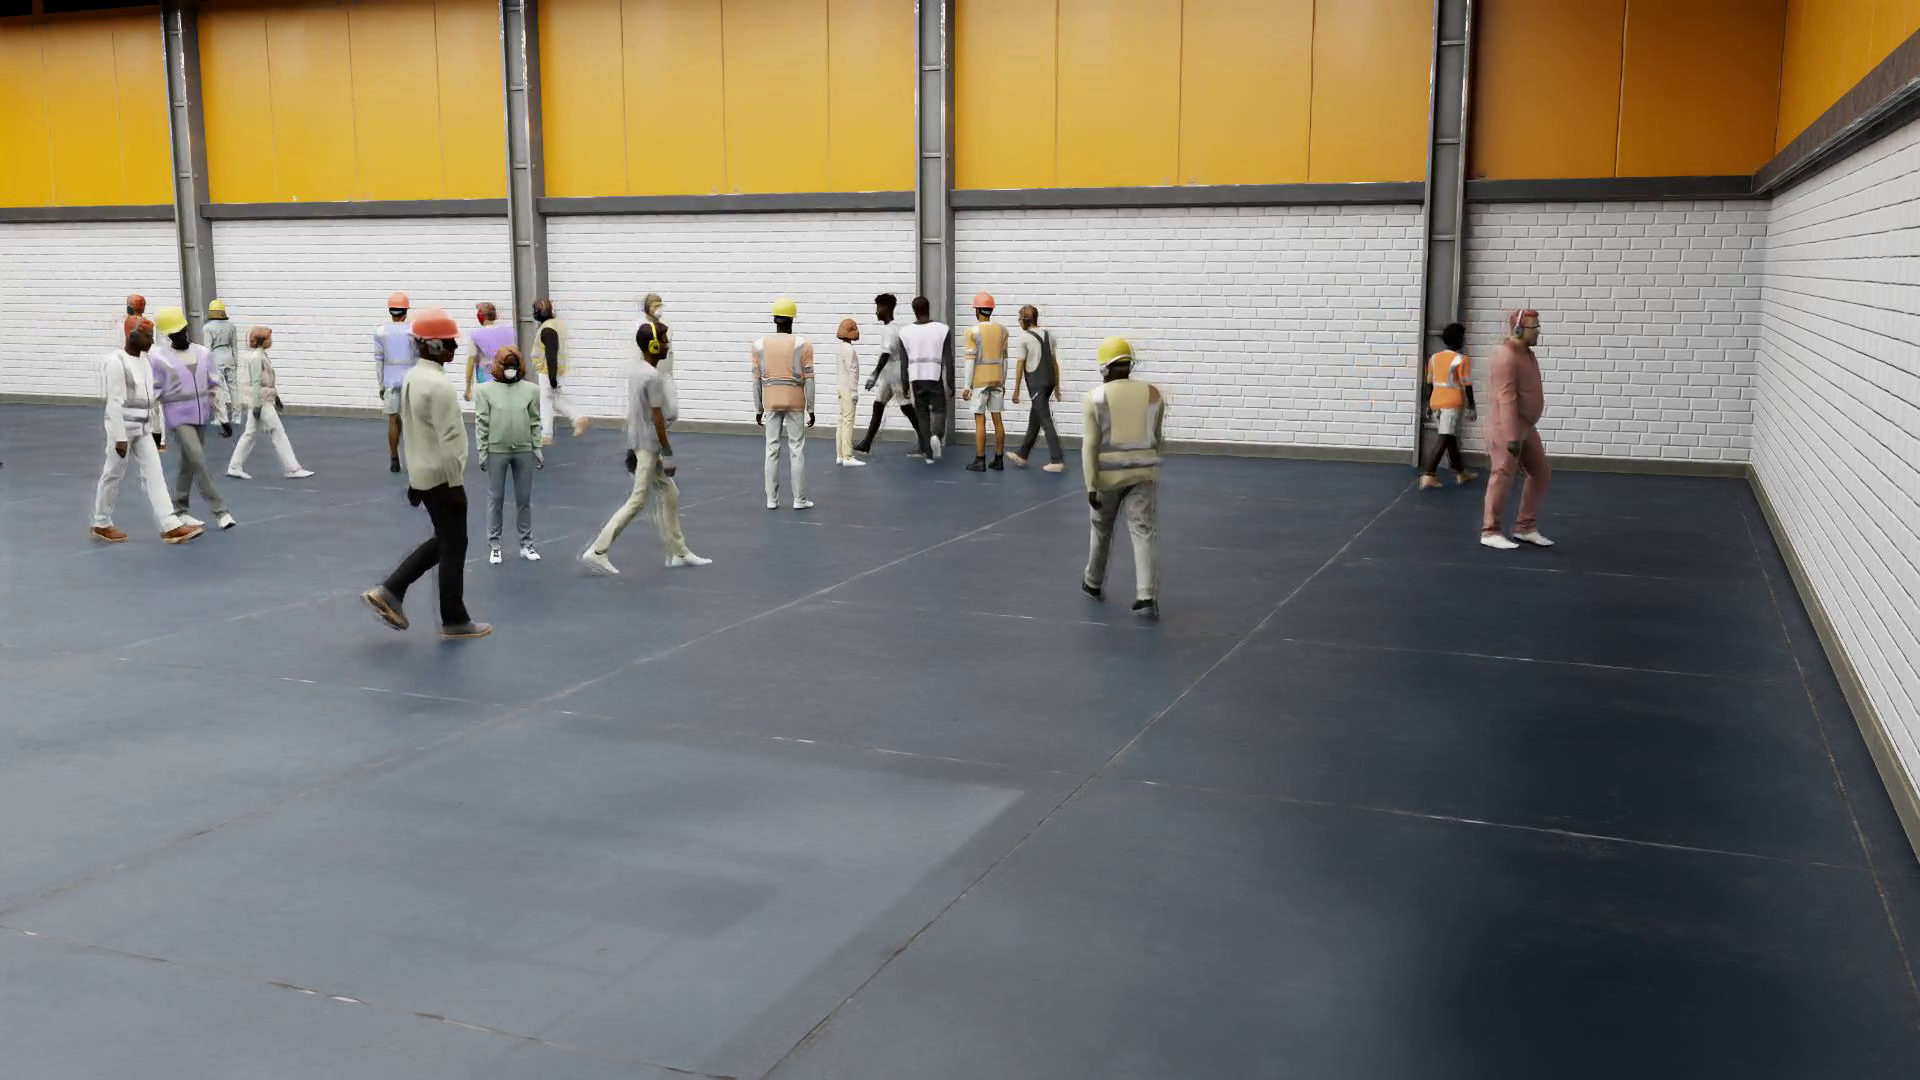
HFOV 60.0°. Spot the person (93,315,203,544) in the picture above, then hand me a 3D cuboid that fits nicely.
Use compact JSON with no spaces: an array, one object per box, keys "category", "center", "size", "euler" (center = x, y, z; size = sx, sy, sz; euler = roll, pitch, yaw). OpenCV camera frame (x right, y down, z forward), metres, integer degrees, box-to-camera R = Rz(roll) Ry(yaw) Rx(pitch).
[{"category":"person","center":[-6.575,-0.865,13.240],"size":[0.971,1.831,0.610],"euler":[1,9,7]}]

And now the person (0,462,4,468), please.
[{"category":"person","center":[-10.784,-1.681,18.151],"size":[0.586,1.834,0.403],"euler":[6,11,30]}]

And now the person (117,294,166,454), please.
[{"category":"person","center":[-9.651,-1.948,19.619],"size":[0.352,1.884,0.579],"euler":[5,10,27]}]

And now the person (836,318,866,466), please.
[{"category":"person","center":[-1.238,-1.646,18.536],"size":[0.274,1.636,0.507],"euler":[-3,10,-19]}]

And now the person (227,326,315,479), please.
[{"category":"person","center":[-7.230,-1.412,17.246],"size":[0.852,1.598,0.524],"euler":[-4,10,-21]}]

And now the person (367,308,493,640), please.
[{"category":"person","center":[-3.117,-0.367,9.757],"size":[0.589,1.977,0.619],"euler":[-6,11,-32]}]

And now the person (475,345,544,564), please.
[{"category":"person","center":[-3.372,-0.643,12.472],"size":[0.497,1.633,0.288],"euler":[-5,11,-30]}]

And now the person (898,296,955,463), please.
[{"category":"person","center":[-0.380,-1.765,18.552],"size":[0.635,1.882,0.615],"euler":[1,9,4]}]

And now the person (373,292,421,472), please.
[{"category":"person","center":[-6.007,-1.695,17.922],"size":[0.545,1.939,0.354],"euler":[-2,10,-10]}]

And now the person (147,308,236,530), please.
[{"category":"person","center":[-6.420,-0.998,13.930],"size":[0.852,1.862,0.585],"euler":[4,10,23]}]

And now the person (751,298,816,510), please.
[{"category":"person","center":[-1.594,-1.229,15.130],"size":[0.588,1.927,0.369],"euler":[1,9,8]}]

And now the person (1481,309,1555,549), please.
[{"category":"person","center":[4.415,-0.850,12.957],"size":[0.664,1.883,0.668],"euler":[7,12,36]}]

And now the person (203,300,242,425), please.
[{"category":"person","center":[-10.360,-2.486,23.308],"size":[0.319,1.742,0.492],"euler":[7,12,36]}]

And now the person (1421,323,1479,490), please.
[{"category":"person","center":[4.922,-1.334,16.604],"size":[0.849,1.645,0.539],"euler":[-4,10,-22]}]

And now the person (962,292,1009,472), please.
[{"category":"person","center":[0.266,-1.705,17.981],"size":[0.542,1.939,0.368],"euler":[-6,11,-30]}]

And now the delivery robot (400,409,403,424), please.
[{"category":"delivery robot","center":[-7.123,-1.689,21.783],"size":[0.477,0.478,0.707],"euler":[-5,11,-29]}]

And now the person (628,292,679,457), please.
[{"category":"person","center":[-3.358,-1.739,18.232],"size":[0.459,1.928,0.644],"euler":[6,11,34]}]

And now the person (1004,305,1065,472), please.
[{"category":"person","center":[0.807,-1.642,18.045],"size":[0.950,1.782,0.518],"euler":[9,13,42]}]

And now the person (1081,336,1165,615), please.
[{"category":"person","center":[1.045,-0.422,10.732],"size":[0.577,1.778,0.963],"euler":[-2,10,-12]}]

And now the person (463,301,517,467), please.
[{"category":"person","center":[-5.141,-1.699,18.286],"size":[0.449,1.828,0.582],"euler":[6,11,34]}]

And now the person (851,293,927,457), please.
[{"category":"person","center":[-0.792,-1.902,19.300],"size":[1.037,1.909,0.611],"euler":[-1,9,-7]}]

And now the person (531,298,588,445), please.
[{"category":"person","center":[-5.023,-2.083,20.631],"size":[0.616,1.822,0.629],"euler":[-1,9,-8]}]

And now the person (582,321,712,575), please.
[{"category":"person","center":[-2.303,-0.663,12.022],"size":[0.948,1.834,0.535],"euler":[-4,10,-23]}]
